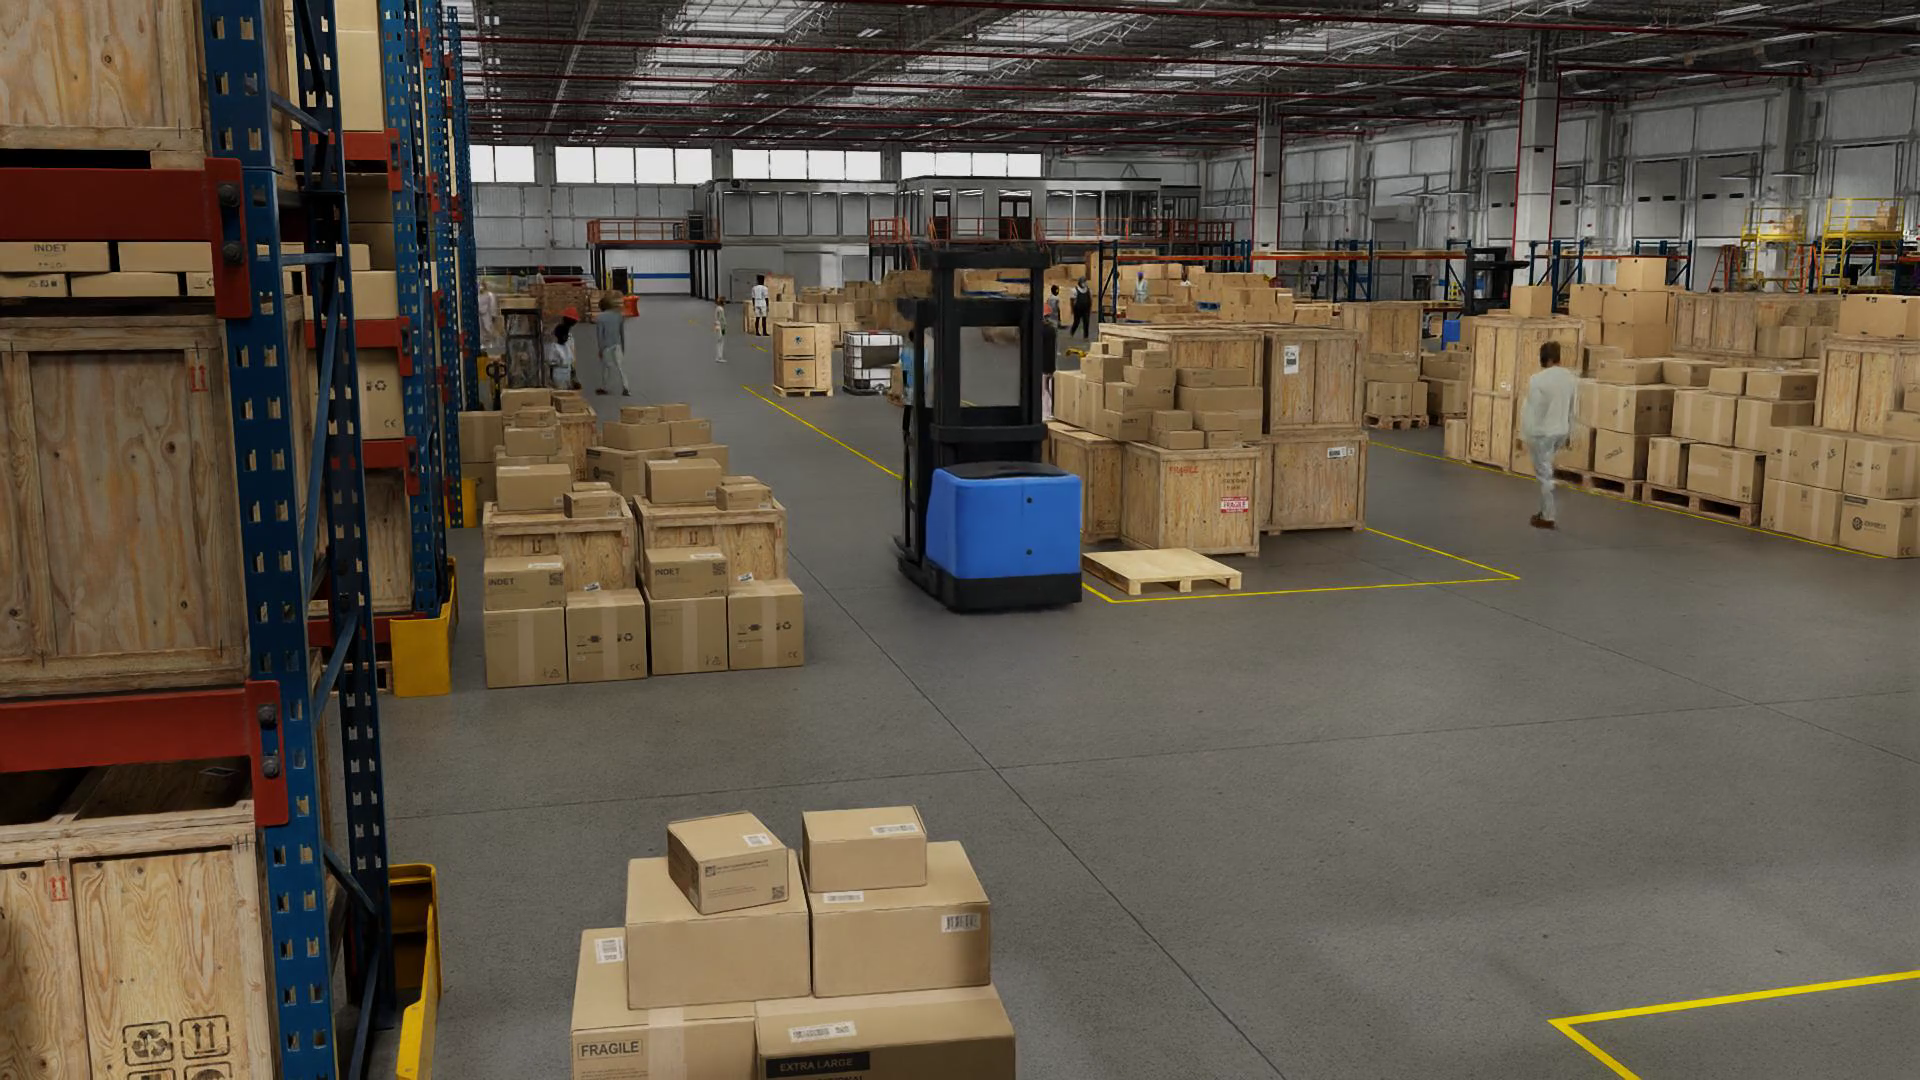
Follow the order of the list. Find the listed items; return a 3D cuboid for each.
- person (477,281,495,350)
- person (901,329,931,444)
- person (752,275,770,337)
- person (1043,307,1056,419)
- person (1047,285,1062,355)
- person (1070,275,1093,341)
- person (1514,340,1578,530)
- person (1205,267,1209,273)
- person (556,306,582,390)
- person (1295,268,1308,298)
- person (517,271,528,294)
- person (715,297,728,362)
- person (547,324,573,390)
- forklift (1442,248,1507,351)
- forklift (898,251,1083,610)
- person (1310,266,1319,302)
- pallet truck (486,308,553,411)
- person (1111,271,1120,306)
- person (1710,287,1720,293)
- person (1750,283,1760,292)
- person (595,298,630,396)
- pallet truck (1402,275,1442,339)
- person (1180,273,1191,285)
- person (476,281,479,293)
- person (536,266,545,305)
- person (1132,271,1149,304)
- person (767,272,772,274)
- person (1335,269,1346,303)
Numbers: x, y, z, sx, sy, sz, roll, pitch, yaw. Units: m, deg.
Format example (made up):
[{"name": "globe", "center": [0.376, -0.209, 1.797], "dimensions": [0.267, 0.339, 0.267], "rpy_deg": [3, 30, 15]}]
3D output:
[{"name": "person", "center": [-13.307, -6.256, 46.386], "dimensions": [0.683, 1.893, 0.432], "rpy_deg": [3, 10, 15]}, {"name": "person", "center": [-0.637, -2.225, 24.118], "dimensions": [0.535, 1.697, 0.322], "rpy_deg": [-9, 14, -43]}, {"name": "person", "center": [-6.321, -7.438, 52.875], "dimensions": [0.613, 1.965, 0.361], "rpy_deg": [5, 11, 26]}, {"name": "person", "center": [1.273, -2.615, 25.579], "dimensions": [0.529, 1.967, 0.633], "rpy_deg": [6, 12, 31]}, {"name": "person", "center": [2.488, -5.828, 44.085], "dimensions": [0.333, 1.861, 0.501], "rpy_deg": [-8, 13, -39]}, {"name": "person", "center": [3.675, -7.047, 50.452], "dimensions": [0.707, 2.000, 0.694], "rpy_deg": [-3, 10, -16]}, {"name": "person", "center": [5.933, -1.070, 16.973], "dimensions": [0.630, 1.921, 0.594], "rpy_deg": [-7, 12, -33]}, {"name": "person", "center": [11.432, -11.687, 77.075], "dimensions": [0.392, 1.920, 0.592], "rpy_deg": [9, 13, 41]}, {"name": "person", "center": [-6.325, -2.816, 26.875], "dimensions": [0.443, 1.902, 0.552], "rpy_deg": [-1, 10, -4]}, {"name": "person", "center": [18.152, -13.588, 88.213], "dimensions": [0.649, 1.786, 0.999], "rpy_deg": [-4, 11, -23]}, {"name": "person", "center": [-20.826, -11.951, 79.212], "dimensions": [0.488, 1.693, 0.924], "rpy_deg": [-2, 10, -13]}, {"name": "person", "center": [-5.934, -5.226, 41.311], "dimensions": [0.315, 1.629, 0.508], "rpy_deg": [-2, 10, -13]}, {"name": "person", "center": [-6.298, -2.549, 26.027], "dimensions": [0.685, 1.674, 0.547], "rpy_deg": [4, 11, 22]}, {"name": "forklift", "center": [12.484, -5.571, 39.719], "dimensions": [1.129, 2.768, 1.873], "rpy_deg": [-3, 10, -15]}, {"name": "forklift", "center": [0.241, -0.960, 13.607], "dimensions": [1.129, 2.768, 1.873], "rpy_deg": [-3, 10, -15]}, {"name": "person", "center": [17.735, -12.758, 83.180], "dimensions": [0.392, 1.911, 0.583], "rpy_deg": [-7, 12, -34]}, {"name": "pallet truck", "center": [-6.242, -2.418, 24.362], "dimensions": [0.823, 1.965, 1.885], "rpy_deg": [1, 10, 3]}, {"name": "person", "center": [6.239, -9.820, 66.594], "dimensions": [0.356, 1.886, 0.574], "rpy_deg": [3, 10, 15]}, {"name": "person", "center": [20.038, -5.826, 44.199], "dimensions": [0.622, 1.818, 0.794], "rpy_deg": [5, 11, 26]}, {"name": "person", "center": [20.584, -5.759, 43.511], "dimensions": [0.658, 1.916, 0.656], "rpy_deg": [-2, 10, -13]}, {"name": "person", "center": [-6.718, -3.705, 32.015], "dimensions": [0.675, 1.881, 1.021], "rpy_deg": [-9, 14, -42]}, {"name": "pallet truck", "center": [14.620, -7.324, 52.145], "dimensions": [0.823, 1.965, 1.885], "rpy_deg": [8, 13, 40]}, {"name": "person", "center": [8.438, -9.069, 62.383], "dimensions": [0.356, 1.877, 0.568], "rpy_deg": [-5, 11, -27]}, {"name": "person", "center": [-19.686, -9.918, 67.359], "dimensions": [0.561, 1.833, 1.169], "rpy_deg": [-1, 10, -8]}, {"name": "person", "center": [-18.982, -11.423, 75.481], "dimensions": [0.411, 1.972, 0.726], "rpy_deg": [2, 10, 8]}, {"name": "person", "center": [6.830, -9.283, 63.449], "dimensions": [0.651, 1.914, 0.888], "rpy_deg": [8, 13, 39]}, {"name": "person", "center": [-7.255, -9.329, 63.755], "dimensions": [0.549, 1.914, 0.725], "rpy_deg": [1, 10, 4]}, {"name": "person", "center": [18.228, -12.115, 79.839], "dimensions": [0.575, 1.820, 0.997], "rpy_deg": [-5, 11, -28]}]
